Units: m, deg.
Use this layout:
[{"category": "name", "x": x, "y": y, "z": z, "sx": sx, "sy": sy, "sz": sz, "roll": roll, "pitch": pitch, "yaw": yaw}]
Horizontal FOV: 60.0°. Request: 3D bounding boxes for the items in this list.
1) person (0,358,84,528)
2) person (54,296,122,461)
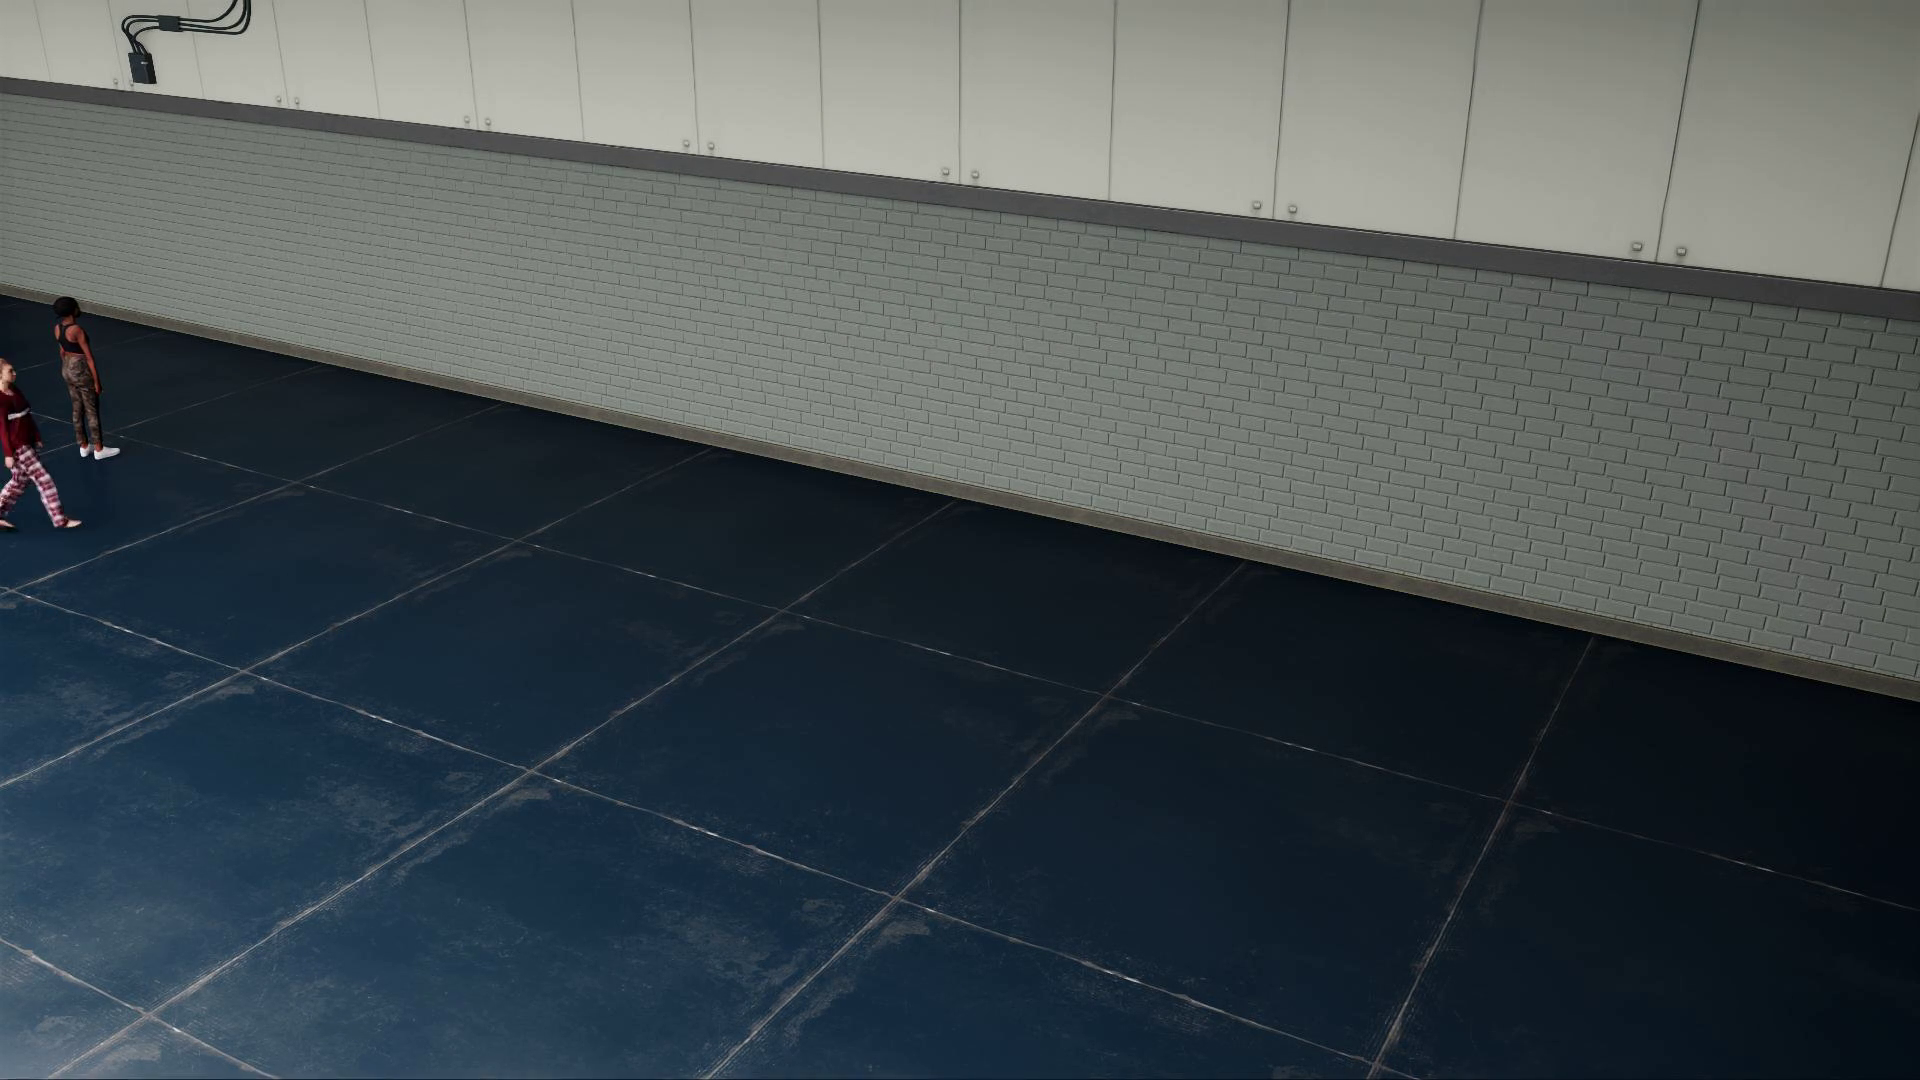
[{"category": "person", "x": -8.683, "y": -0.844, "z": 15.223, "sx": 1.089, "sy": 1.659, "sz": 1.062, "roll": -4, "pitch": 23, "yaw": -10}, {"category": "person", "x": -9.067, "y": -1.682, "z": 17.142, "sx": 0.586, "sy": 1.699, "sz": 0.522, "roll": 11, "pitch": 25, "yaw": 24}]
